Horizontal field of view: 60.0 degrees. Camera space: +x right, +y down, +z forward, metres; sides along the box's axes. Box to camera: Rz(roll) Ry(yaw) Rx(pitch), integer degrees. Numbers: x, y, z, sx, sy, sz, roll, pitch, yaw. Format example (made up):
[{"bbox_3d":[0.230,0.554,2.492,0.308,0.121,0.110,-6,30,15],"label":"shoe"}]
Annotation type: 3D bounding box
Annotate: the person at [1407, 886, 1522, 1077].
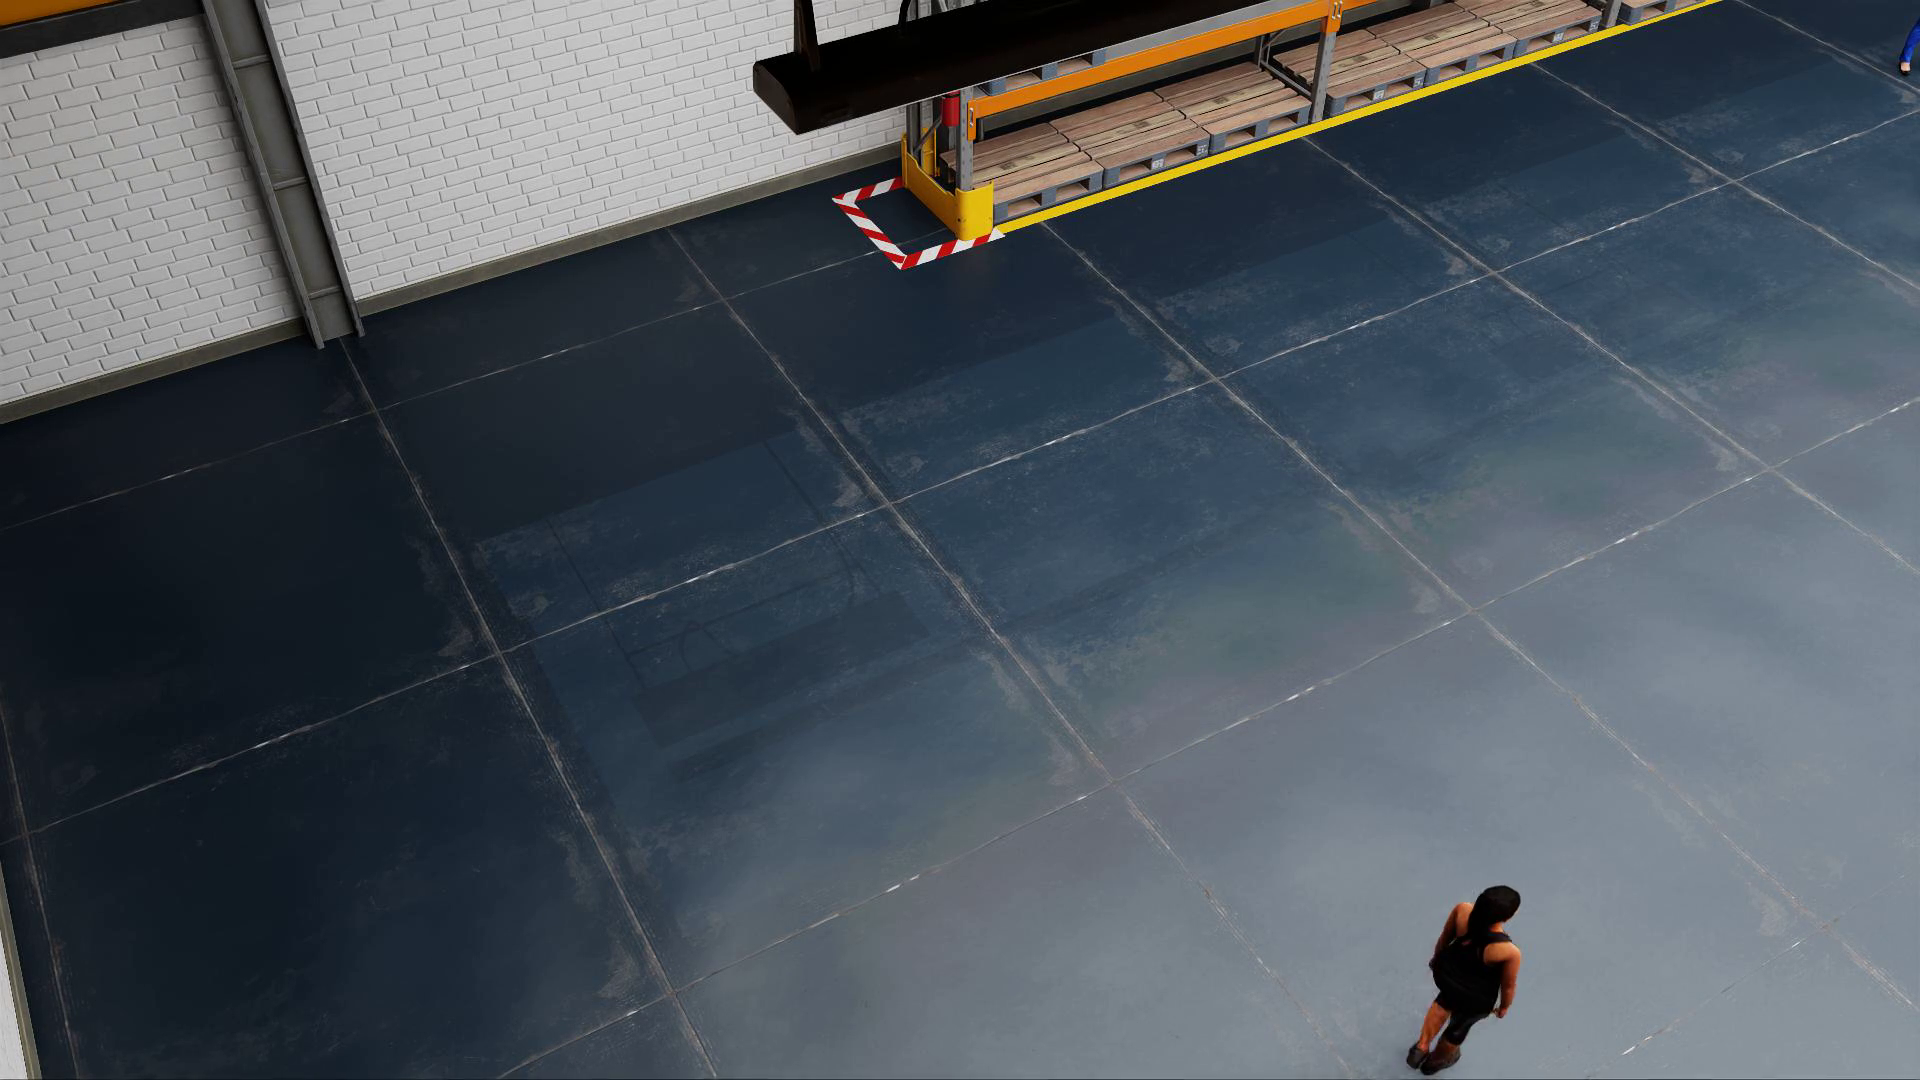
[{"bbox_3d":[2.528,2.287,8.476,0.640,1.653,0.623,-27,50,-25],"label":"person"}]
